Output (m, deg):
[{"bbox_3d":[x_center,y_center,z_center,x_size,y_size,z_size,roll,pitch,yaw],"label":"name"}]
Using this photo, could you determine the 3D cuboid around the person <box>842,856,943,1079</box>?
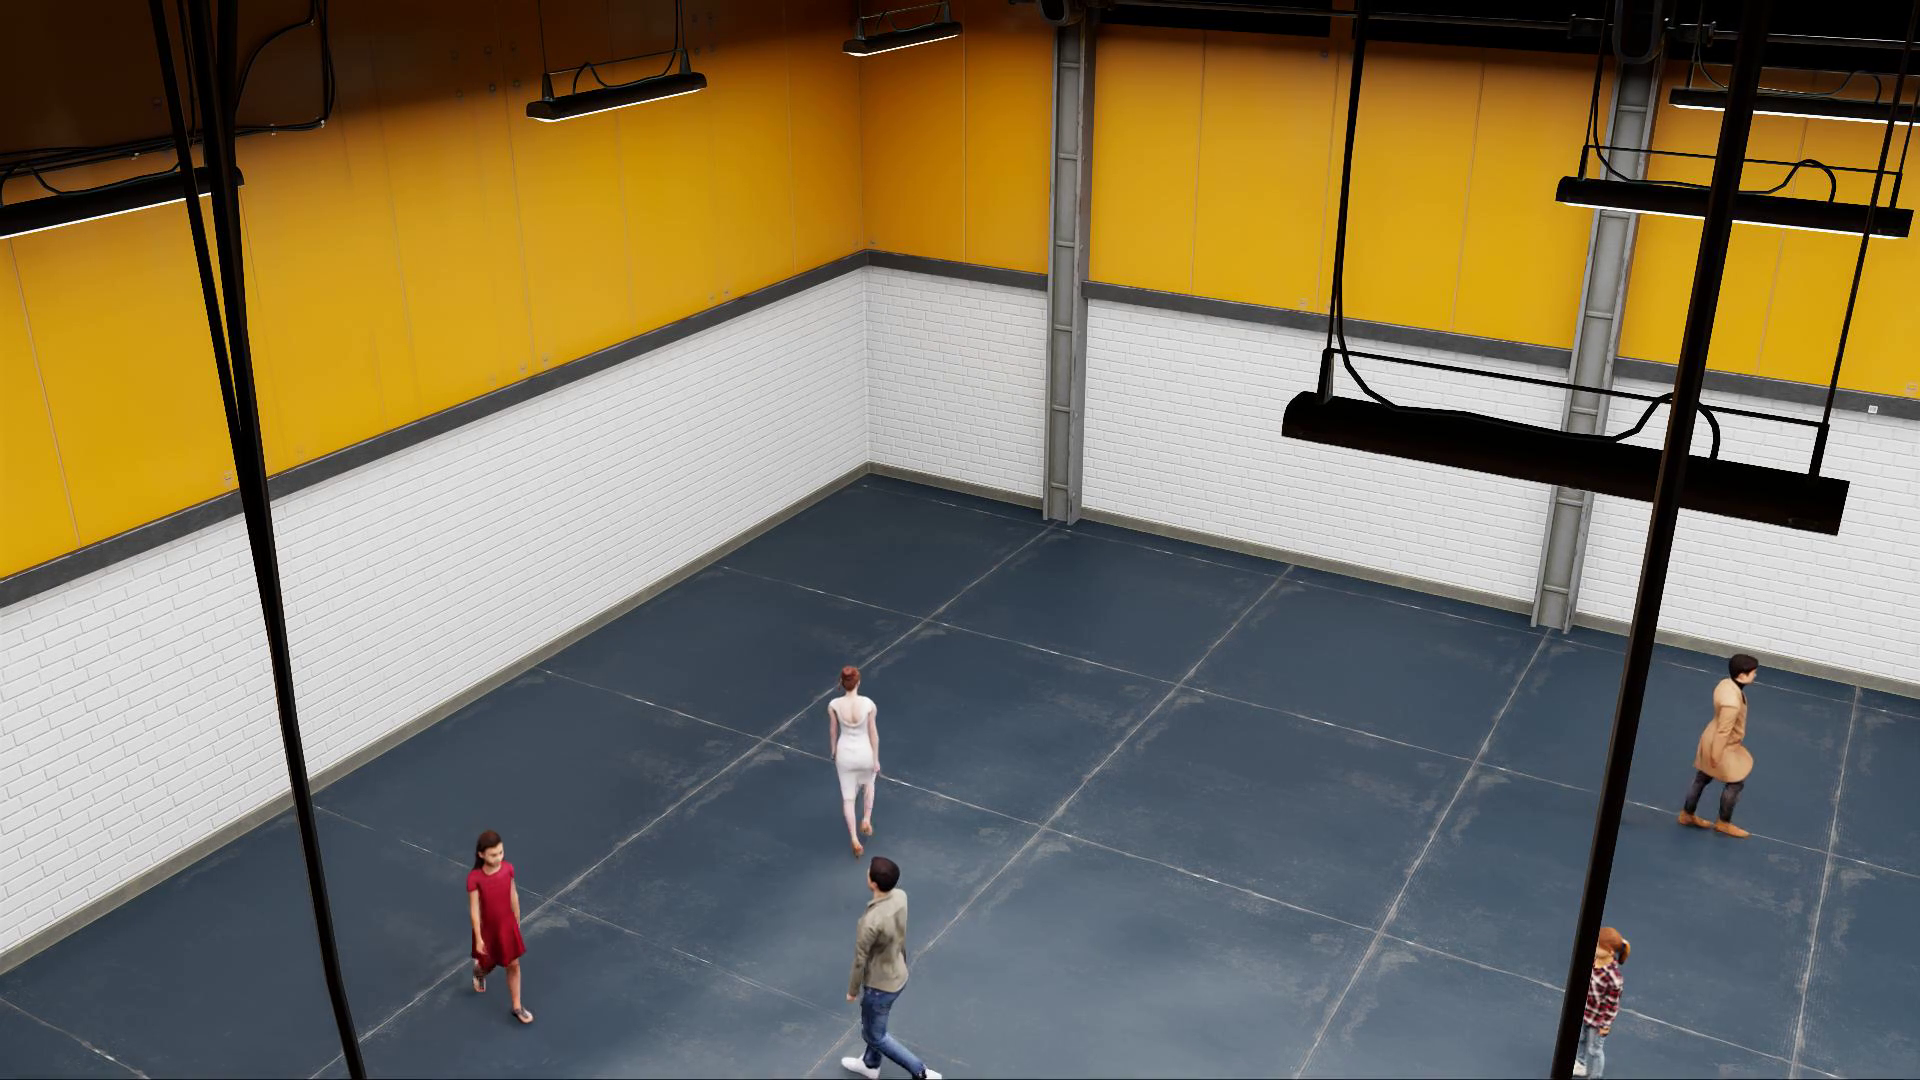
[{"bbox_3d":[-0.458,2.990,11.180,1.080,1.843,0.768,11,26,23],"label":"person"}]

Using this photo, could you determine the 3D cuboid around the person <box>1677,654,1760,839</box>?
[{"bbox_3d":[6.427,1.731,14.230,0.887,1.707,0.780,5,24,10],"label":"person"}]

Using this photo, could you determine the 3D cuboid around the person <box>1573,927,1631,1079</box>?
[{"bbox_3d":[4.350,3.202,11.366,0.665,1.305,0.615,-4,24,-10],"label":"person"}]

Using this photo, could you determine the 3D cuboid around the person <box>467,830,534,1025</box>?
[{"bbox_3d":[-3.401,2.766,12.069,0.738,1.541,0.951,-18,29,-35],"label":"person"}]

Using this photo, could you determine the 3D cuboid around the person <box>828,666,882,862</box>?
[{"bbox_3d":[-0.894,1.881,13.798,0.752,1.777,0.800,3,24,6],"label":"person"}]
